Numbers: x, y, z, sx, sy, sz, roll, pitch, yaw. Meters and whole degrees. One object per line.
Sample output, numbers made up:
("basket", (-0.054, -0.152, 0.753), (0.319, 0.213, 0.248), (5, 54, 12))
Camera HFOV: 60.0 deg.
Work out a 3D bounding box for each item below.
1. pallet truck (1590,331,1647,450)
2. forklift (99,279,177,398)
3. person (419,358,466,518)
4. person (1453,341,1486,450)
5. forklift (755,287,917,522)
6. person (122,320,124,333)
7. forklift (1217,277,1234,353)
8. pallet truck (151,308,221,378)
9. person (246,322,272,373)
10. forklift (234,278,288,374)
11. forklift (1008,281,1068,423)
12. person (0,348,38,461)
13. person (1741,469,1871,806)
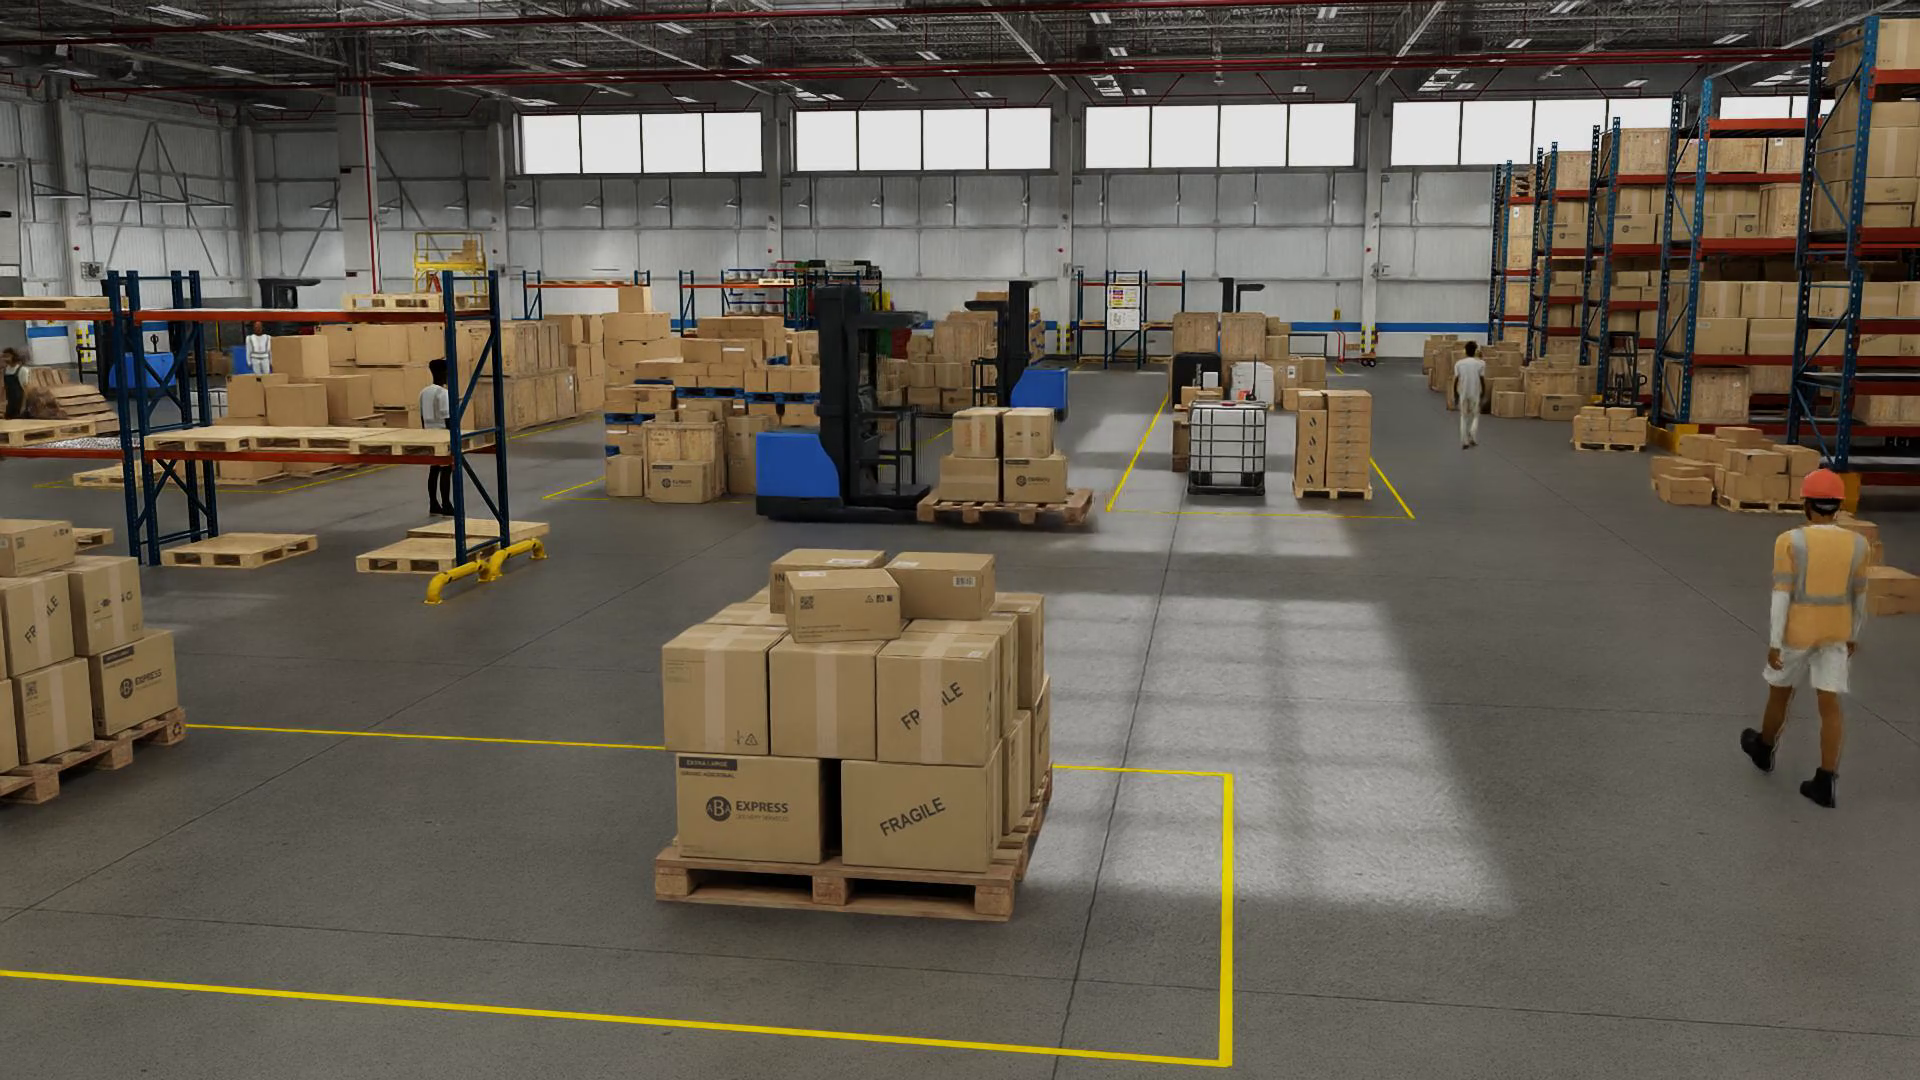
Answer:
("pallet truck", (11.253, -2.573, 28.499), (0.823, 1.965, 1.885), (5, 10, 27))
("forklift", (-19.606, -4.720, 39.027), (1.873, 2.768, 1.129), (1, 9, 9))
("person", (-6.373, -1.248, 20.422), (0.617, 1.963, 0.361), (8, 12, 41))
("person", (8.669, -2.459, 28.261), (0.564, 1.841, 0.797), (4, 10, 22))
("forklift", (-1.491, -1.681, 20.281), (1.873, 2.768, 1.129), (1, 9, 9))
("person", (-24.583, -5.711, 48.999), (0.532, 1.629, 0.380), (-6, 11, -32))
("forklift", (7.757, -6.236, 48.373), (1.873, 2.768, 1.129), (1, 9, 9))
("pallet truck", (-21.869, -5.598, 47.154), (0.823, 1.965, 1.885), (4, 10, 26))
("person", (-15.986, -4.040, 37.999), (0.584, 1.850, 0.859), (-4, 10, -24))
("forklift", (-17.634, -5.341, 42.856), (1.873, 2.768, 1.129), (1, 9, 4))
("forklift", (1.194, -3.753, 33.059), (1.873, 2.768, 1.129), (1, 9, 9))
("person", (-15.129, -2.167, 26.589), (0.535, 1.793, 0.951), (3, 10, 15))
("person", (4.958, 0.525, 9.723), (0.575, 1.885, 0.976), (1, 9, 4))
